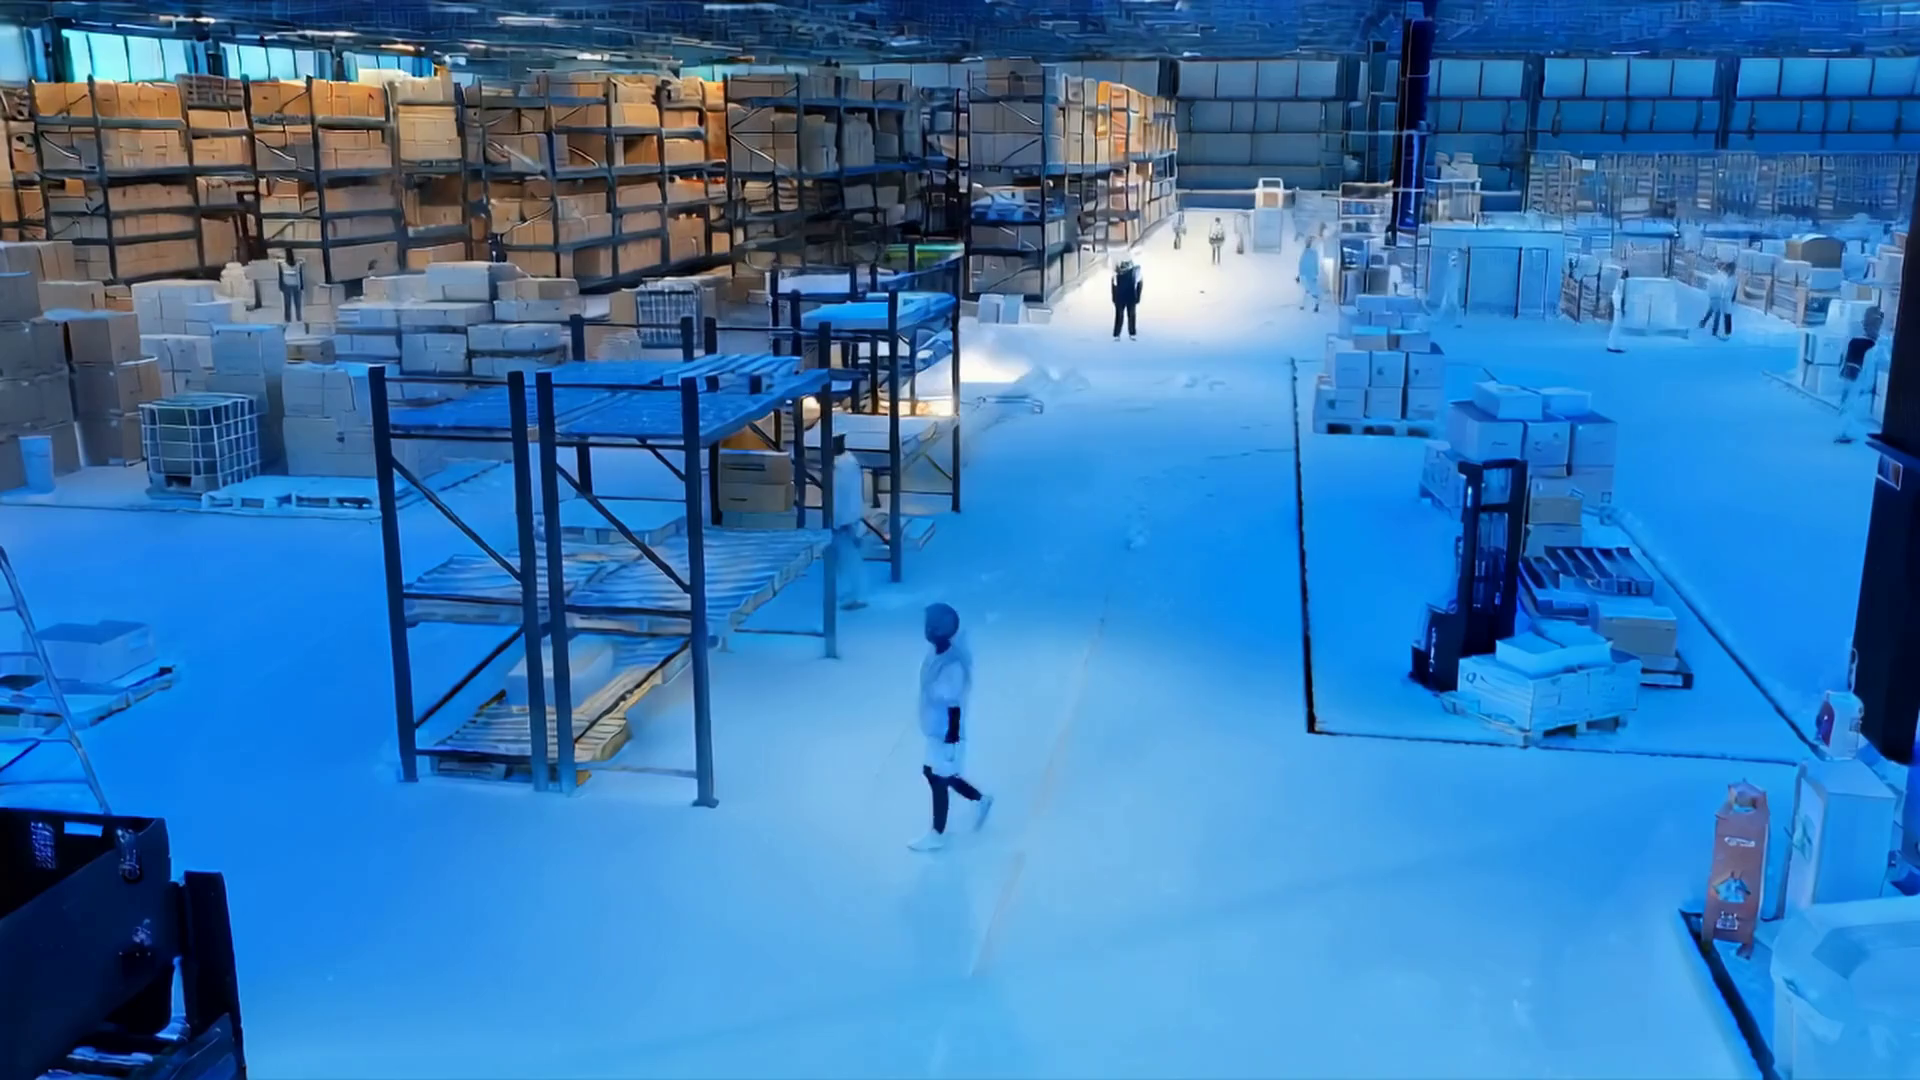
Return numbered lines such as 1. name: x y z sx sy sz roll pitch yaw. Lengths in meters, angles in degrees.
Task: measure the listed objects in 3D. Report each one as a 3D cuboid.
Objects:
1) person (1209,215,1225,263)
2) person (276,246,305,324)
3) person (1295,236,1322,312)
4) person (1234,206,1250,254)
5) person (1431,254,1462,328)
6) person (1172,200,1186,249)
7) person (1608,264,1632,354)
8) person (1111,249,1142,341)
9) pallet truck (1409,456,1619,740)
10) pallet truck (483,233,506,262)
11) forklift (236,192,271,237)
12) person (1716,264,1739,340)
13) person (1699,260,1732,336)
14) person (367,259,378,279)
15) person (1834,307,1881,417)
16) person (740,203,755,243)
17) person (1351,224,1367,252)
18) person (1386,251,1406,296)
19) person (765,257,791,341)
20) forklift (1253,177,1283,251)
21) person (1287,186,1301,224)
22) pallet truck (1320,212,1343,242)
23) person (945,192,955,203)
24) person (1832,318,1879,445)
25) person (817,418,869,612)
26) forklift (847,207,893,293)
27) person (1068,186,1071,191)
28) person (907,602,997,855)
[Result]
1. person: 9.084 -10.642 58.865 0.540 1.682 0.372 1 14 2
2. person: -16.174 -6.160 40.218 0.592 1.911 0.385 -11 18 -38
3. person: 9.008 -6.820 42.775 0.618 1.972 0.849 -10 17 -35
4. person: 10.748 -11.826 63.411 0.591 1.814 0.545 1 14 6
5. person: 11.666 -5.939 39.678 0.880 1.719 0.554 13 19 43
6. person: 8.710 -12.565 66.252 0.565 1.901 0.822 2 14 8
7. person: 13.940 -4.874 35.083 0.319 1.865 0.521 2 14 7
8. person: 3.689 -5.453 37.069 0.682 2.000 0.537 5 15 18
9. pallet truck: 4.504 0.400 13.395 0.823 1.965 1.885 -6 15 -23
10. pallet truck: -11.832 -7.026 43.548 1.885 1.965 0.823 8 16 28
11. forklift: -20.771 -8.872 49.224 1.129 2.768 1.873 -4 14 -14
12. person: 17.260 -5.339 37.336 0.321 1.693 0.538 1 14 5
13. person: 17.372 -5.576 38.201 0.590 1.725 0.550 -2 14 -8
14. person: -14.018 -5.897 39.709 0.437 1.626 0.530 -2 14 -8
15. person: 14.751 -2.914 27.261 1.015 1.806 0.568 -6 15 -24
16. person: -8.166 -12.112 64.392 0.905 1.908 0.636 11 18 38
17. person: 13.341 -9.847 55.790 0.538 1.609 0.661 10 17 34
18. person: 10.137 -5.699 38.318 0.974 1.919 0.610 0 14 2
19. person: -4.049 -5.403 37.233 0.604 1.858 0.652 0 14 0
20. forklift: 12.083 -12.747 64.956 1.129 2.768 1.873 3 14 10
21. person: 16.921 -16.831 83.571 1.008 1.893 0.612 12 18 41
22. pallet truck: 15.874 -13.227 70.310 0.680 1.201 1.601 10 17 35
23. person: -0.541 -18.372 89.750 0.563 1.927 0.423 1 14 3
24. person: 13.358 -2.361 24.843 0.546 1.887 0.605 -1 14 -4
25. person: -1.153 -0.232 16.170 0.582 1.893 0.725 -2 14 -8
26. forklift: -2.187 -6.524 39.693 1.129 2.768 1.873 3 14 10
27. person: 5.530 -17.078 84.701 0.657 1.829 0.452 1 14 3
28. person: -0.060 1.208 10.743 0.542 1.685 0.546 -3 14 -11
